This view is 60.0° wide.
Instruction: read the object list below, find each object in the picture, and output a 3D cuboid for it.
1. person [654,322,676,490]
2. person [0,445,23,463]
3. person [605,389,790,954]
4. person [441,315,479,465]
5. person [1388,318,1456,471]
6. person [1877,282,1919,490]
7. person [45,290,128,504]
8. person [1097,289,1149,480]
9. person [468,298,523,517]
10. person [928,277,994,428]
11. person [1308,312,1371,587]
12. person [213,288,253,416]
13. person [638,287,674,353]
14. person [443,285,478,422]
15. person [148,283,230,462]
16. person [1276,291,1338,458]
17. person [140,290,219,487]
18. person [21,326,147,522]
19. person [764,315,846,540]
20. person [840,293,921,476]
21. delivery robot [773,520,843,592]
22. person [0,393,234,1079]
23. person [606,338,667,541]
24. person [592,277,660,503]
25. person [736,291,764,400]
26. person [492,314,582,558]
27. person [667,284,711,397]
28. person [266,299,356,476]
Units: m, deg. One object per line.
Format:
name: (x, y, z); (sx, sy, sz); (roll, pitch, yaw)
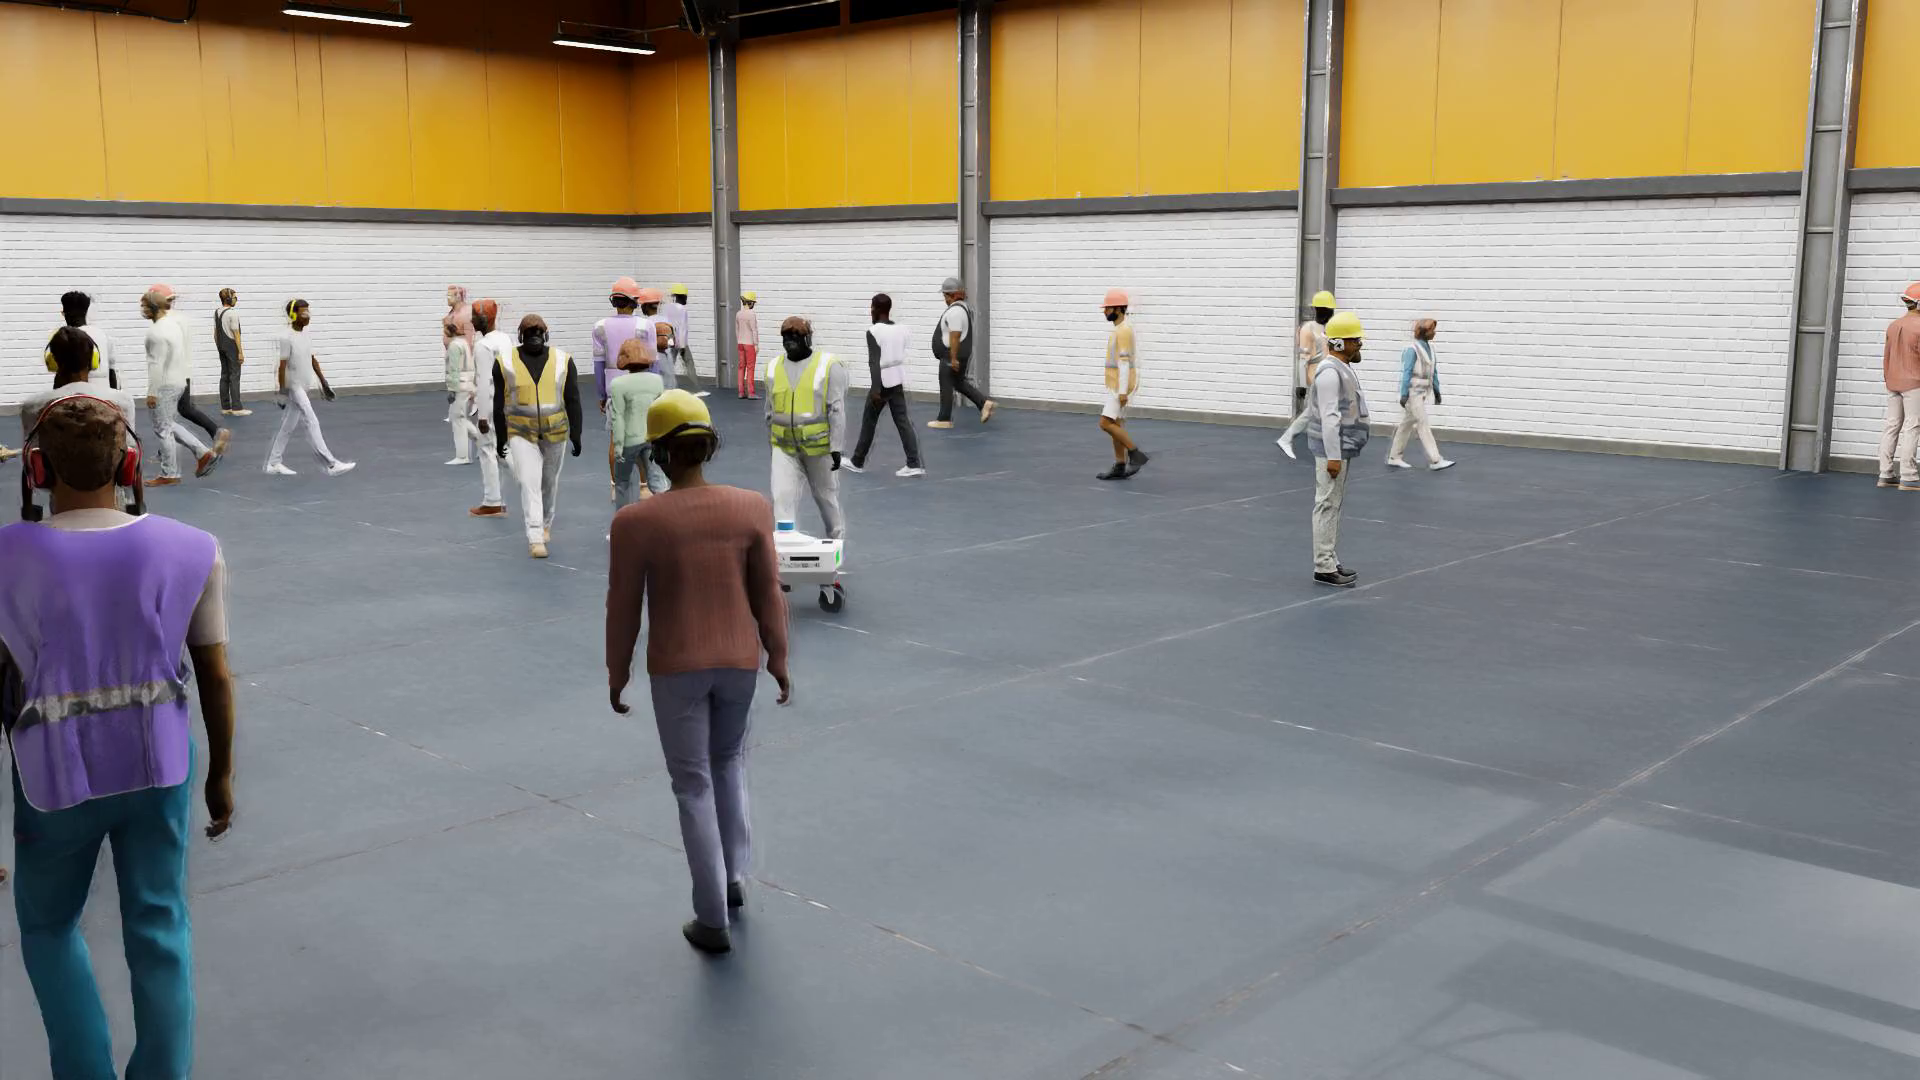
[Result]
person: (-2.762, -1.200, 15.415); (0.266, 1.631, 0.507); (2, 9, 10)
person: (-10.581, -1.588, 17.723); (0.903, 1.646, 0.559); (-3, 10, -15)
person: (-0.845, 0.398, 5.276); (0.554, 1.737, 0.653); (-5, 11, -29)
person: (-5.385, -1.616, 18.009); (0.422, 1.626, 0.525); (-2, 9, -11)
person: (4.892, -1.524, 17.511); (0.848, 1.591, 0.537); (7, 12, 38)
person: (9.139, -1.475, 15.998); (0.382, 1.995, 0.612); (-2, 9, -9)
person: (-7.969, -1.274, 14.986); (0.969, 1.914, 0.630); (2, 9, 10)
person: (1.592, -1.536, 16.591); (0.458, 1.918, 0.564); (0, 9, 0)
person: (-3.922, -1.115, 14.144); (0.535, 1.871, 0.580); (1, 9, 9)
person: (-0.001, -2.502, 22.154); (0.786, 2.000, 0.688); (2, 10, 14)
person: (2.546, -0.611, 11.188); (0.404, 1.835, 0.587); (3, 10, 19)
person: (-10.535, -2.709, 24.019); (0.518, 1.844, 0.332); (6, 11, 32)
person: (-3.485, -1.961, 19.221); (0.836, 1.916, 0.548); (6, 11, 35)
person: (-6.938, -2.588, 23.113); (0.515, 1.894, 0.663); (-5, 11, -30)
person: (-8.498, -1.815, 18.160); (0.807, 1.975, 0.617); (2, 9, 9)
person: (3.901, -1.801, 18.337); (0.928, 1.893, 0.598); (8, 12, 40)
person: (-7.680, -1.470, 16.223); (0.568, 1.922, 0.633); (-2, 10, -13)
person: (-4.351, -0.134, 8.256); (0.556, 1.833, 0.796); (-6, 11, -31)
person: (-1.066, -0.662, 11.611); (0.622, 1.813, 0.920); (2, 10, 14)
person: (-0.797, -1.593, 17.111); (1.031, 1.865, 0.612); (7, 12, 36)
delivery robot: (-1.080, 0.117, 10.350); (0.707, 0.478, 0.477); (0, 9, -2)
person: (-2.000, 0.580, 3.887); (0.604, 1.827, 0.458); (-7, 12, -38)
person: (-2.423, -0.741, 12.701); (0.802, 1.601, 0.510); (9, 13, 44)
person: (-3.003, -1.346, 15.055); (0.606, 2.044, 0.373); (1, 9, 6)
person: (-3.433, -3.155, 27.024); (0.325, 1.760, 0.523); (-9, 13, -42)
person: (-3.185, -0.809, 12.559); (0.638, 1.796, 0.989); (-3, 10, -20)
person: (-4.622, -3.264, 27.340); (0.974, 1.880, 0.601); (-7, 12, -37)
person: (-6.718, -1.554, 17.045); (1.002, 1.812, 0.529); (0, 9, 2)
